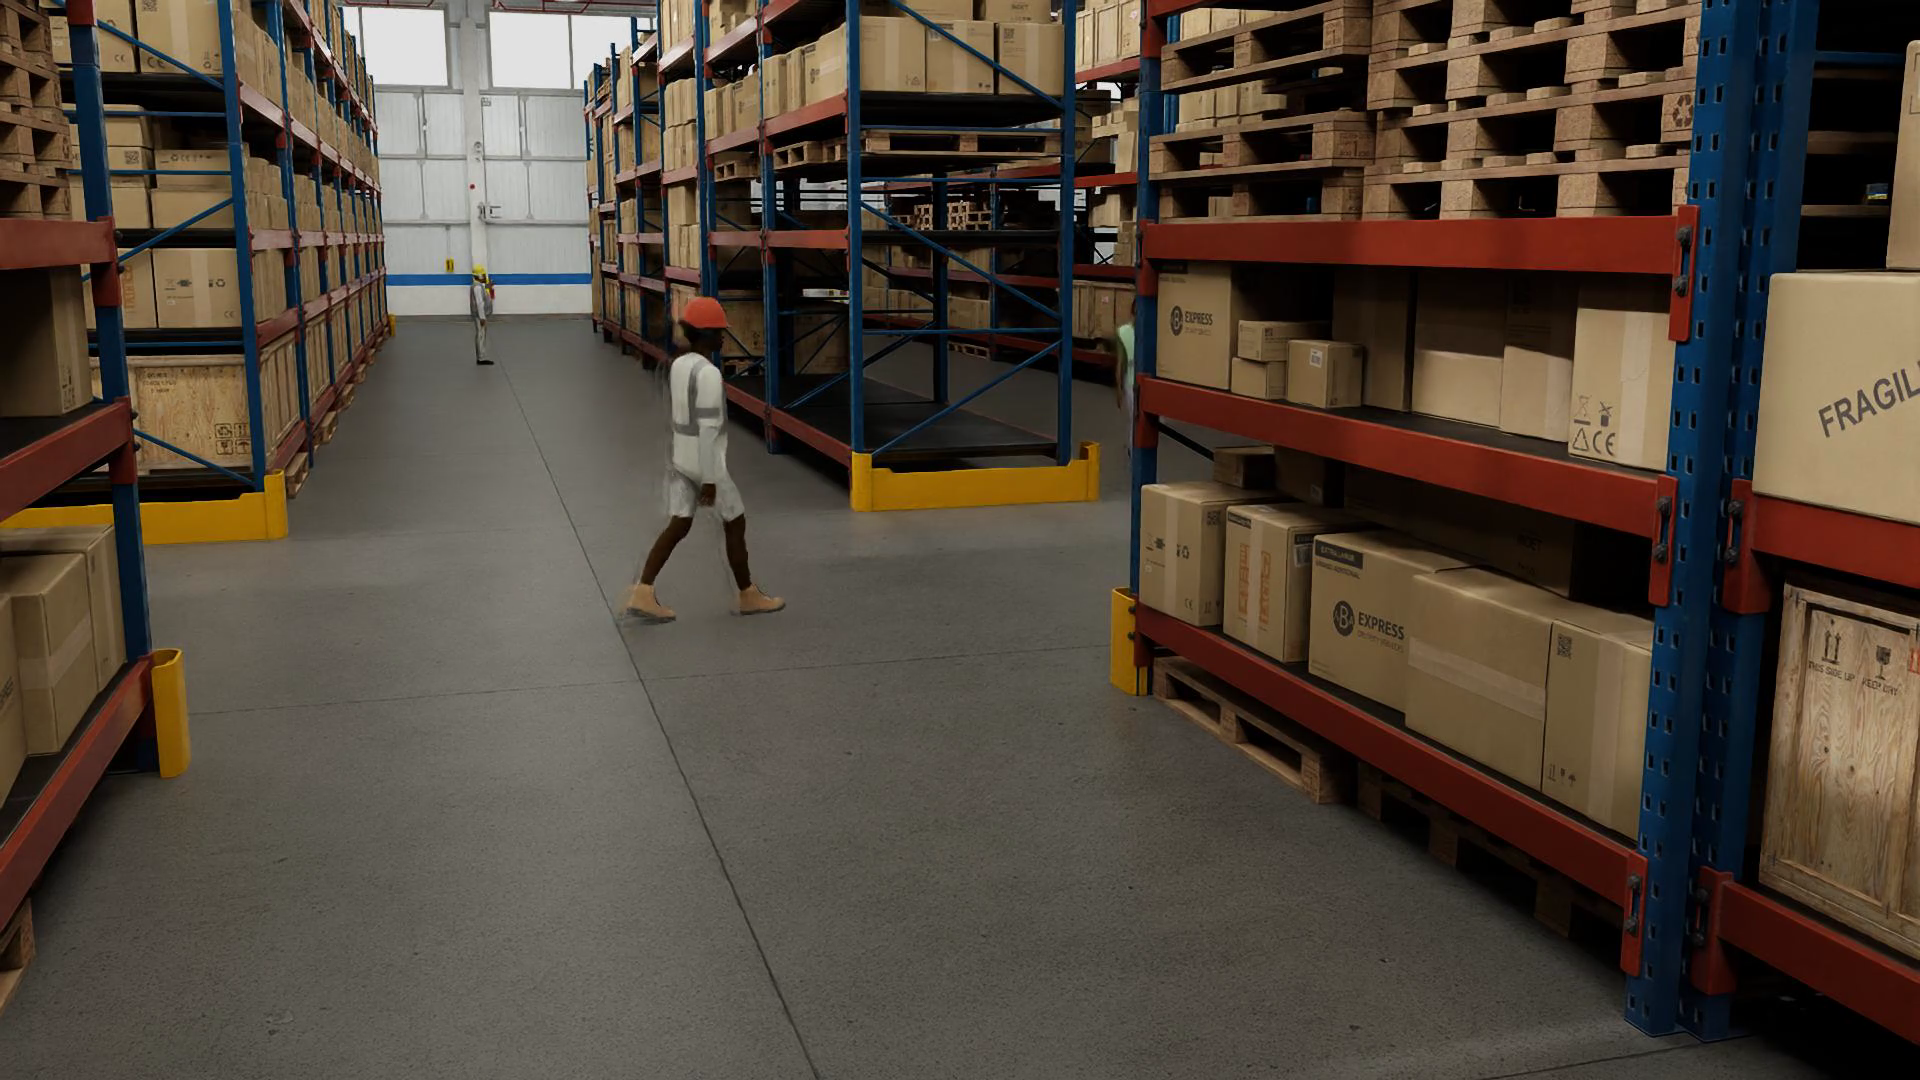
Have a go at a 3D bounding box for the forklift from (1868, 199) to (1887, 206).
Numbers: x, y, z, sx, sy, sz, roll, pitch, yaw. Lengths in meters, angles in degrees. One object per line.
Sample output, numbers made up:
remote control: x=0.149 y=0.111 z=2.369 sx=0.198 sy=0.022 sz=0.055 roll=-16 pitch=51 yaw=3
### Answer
forklift: x=11.338 y=-2.915 z=21.052 sx=1.129 sy=2.768 sz=1.873 roll=-3 pitch=11 yaw=-17

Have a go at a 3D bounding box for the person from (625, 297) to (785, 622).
person: x=-1.603 y=-0.480 z=10.142 sx=1.027 sy=1.999 sz=0.621 roll=-7 pitch=12 yaw=-32

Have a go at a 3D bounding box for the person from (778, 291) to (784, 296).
person: x=-4.274 y=-5.346 z=37.174 sx=0.644 sy=1.868 sz=0.927 roll=-5 pitch=11 yaw=-25

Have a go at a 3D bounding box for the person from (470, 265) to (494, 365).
person: x=-8.788 y=-4.129 z=30.565 sx=0.404 sy=1.836 sz=0.600 roll=-4 pitch=11 yaw=-20

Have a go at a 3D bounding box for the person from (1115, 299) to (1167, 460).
person: x=1.735 y=-1.443 z=15.863 sx=0.590 sy=1.827 sz=0.505 roll=-4 pitch=11 yaw=-22
